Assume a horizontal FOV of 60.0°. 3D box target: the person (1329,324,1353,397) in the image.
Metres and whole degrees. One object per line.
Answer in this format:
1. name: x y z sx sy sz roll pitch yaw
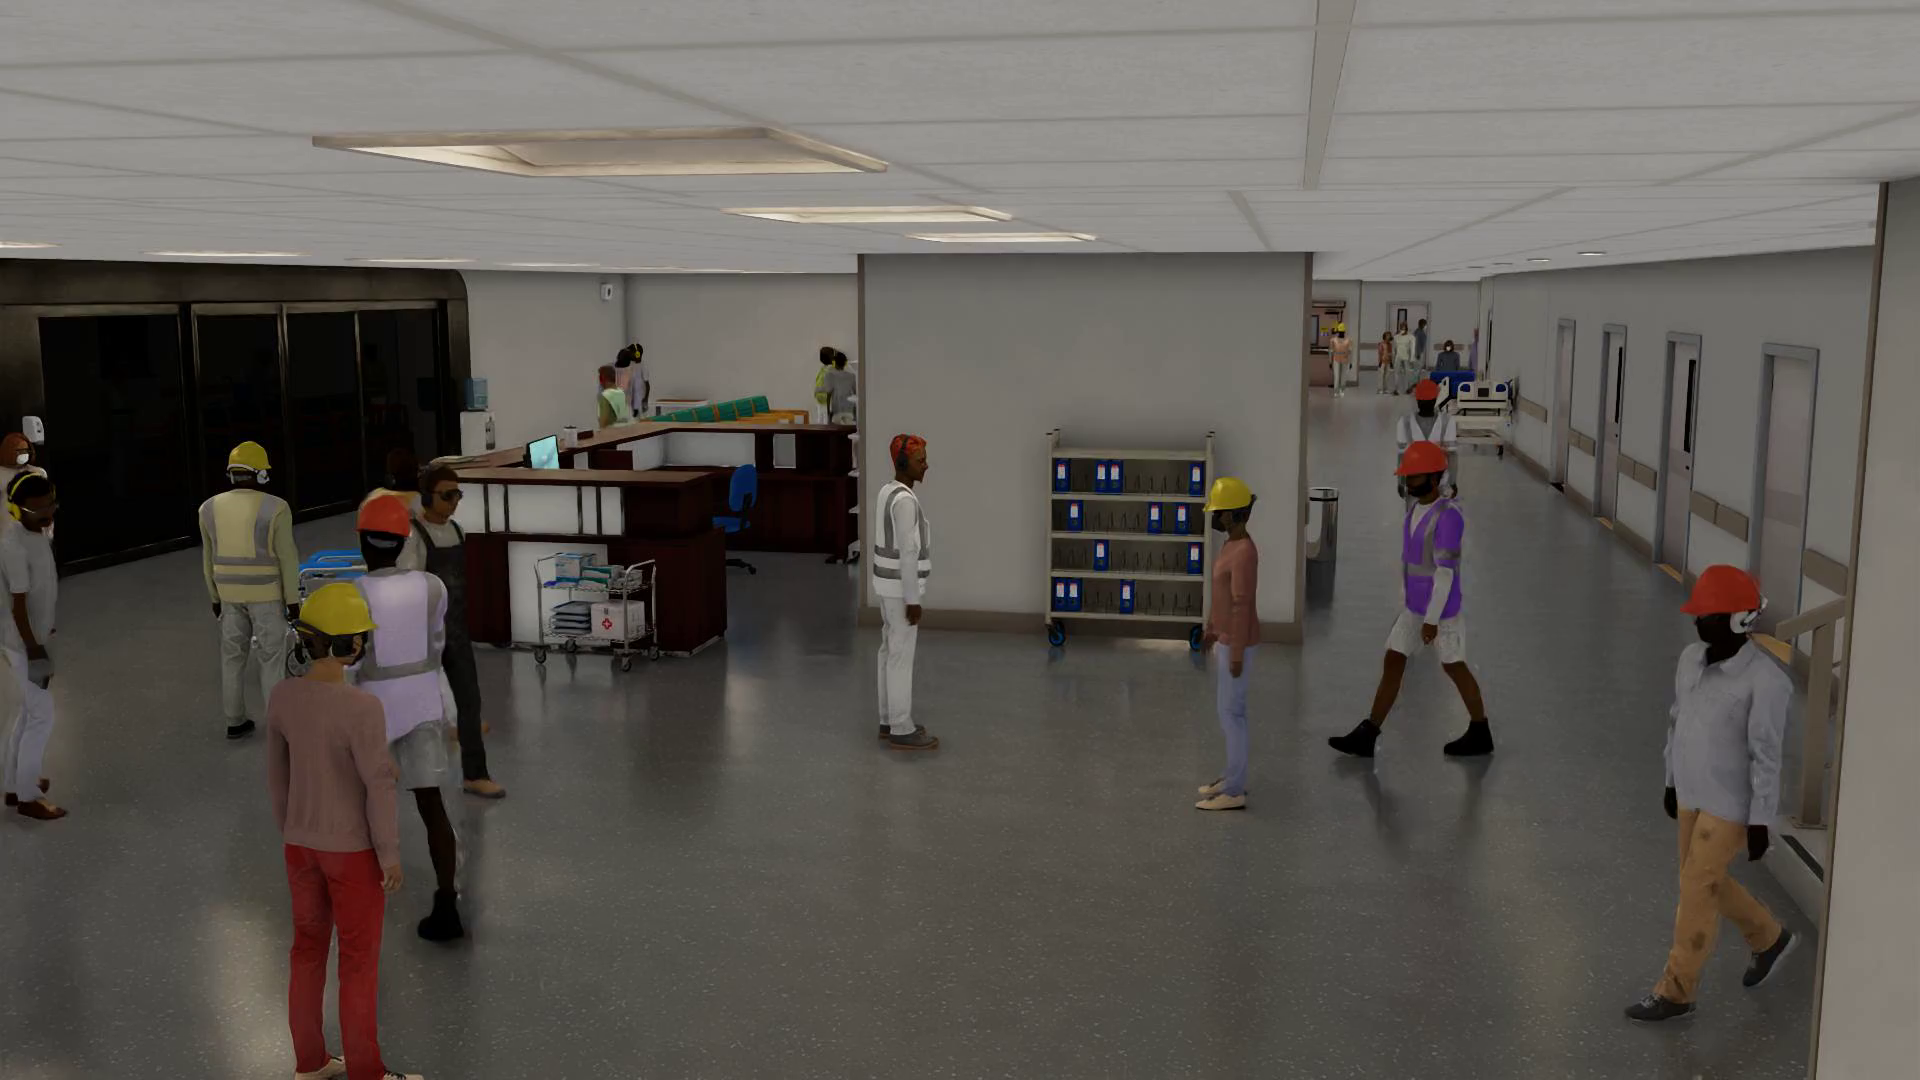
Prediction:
1. person: 9.778 -4.615 42.661 0.587 1.883 0.954 2 9 13

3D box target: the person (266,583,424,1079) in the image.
1. person: -2.086 1.020 5.621 0.533 1.767 0.327 4 10 27

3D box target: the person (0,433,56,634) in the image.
1. person: -7.396 -0.035 13.103 0.285 1.627 0.504 6 10 33

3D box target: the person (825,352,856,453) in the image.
1. person: -1.765 -1.902 24.862 0.517 1.817 0.994 -2 9 -11

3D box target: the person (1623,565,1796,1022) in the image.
1. person: 2.888 0.940 6.277 0.770 1.728 0.580 -1 9 -10

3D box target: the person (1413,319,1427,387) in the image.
1. person: 12.893 -5.242 46.654 0.375 1.928 0.639 4 9 25

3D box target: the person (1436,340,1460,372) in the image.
1. person: 11.144 -3.774 38.001 0.513 1.593 0.839 4 10 26

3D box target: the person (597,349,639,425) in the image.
1. person: -5.430 -2.123 26.422 0.659 1.810 0.433 -1 9 -9

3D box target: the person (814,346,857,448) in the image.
1. person: -2.082 -2.243 27.096 0.650 1.825 0.631 -3 9 -20

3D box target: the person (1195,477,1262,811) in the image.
1. person: 1.428 0.543 8.820 0.332 1.765 0.540 1 9 5

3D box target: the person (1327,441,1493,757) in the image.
1. person: 2.697 0.362 9.643 1.022 1.877 0.550 -2 9 -12

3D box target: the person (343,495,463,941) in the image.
1. person: -2.433 0.745 7.137 0.546 1.879 1.064 -7 11 -41

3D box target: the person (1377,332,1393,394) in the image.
1. person: 11.157 -4.645 43.627 0.515 1.641 0.315 -6 10 -34

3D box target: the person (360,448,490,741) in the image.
1. person: -3.303 0.340 10.023 0.620 1.804 0.659 5 10 30

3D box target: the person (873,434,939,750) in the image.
1. person: -0.338 0.306 9.970 0.362 1.883 0.576 -2 9 -12

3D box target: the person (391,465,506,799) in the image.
1. person: -2.892 0.489 9.008 0.861 1.817 0.518 4 10 27

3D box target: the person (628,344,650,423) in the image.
1. person: -5.224 -2.266 27.107 0.335 1.865 0.520 -6 10 -33

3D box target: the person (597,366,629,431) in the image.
1. person: -4.200 -1.205 20.204 0.456 1.820 0.585 1 9 6

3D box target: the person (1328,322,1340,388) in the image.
1. person: 10.451 -5.141 46.281 0.404 1.834 0.592 3 9 16

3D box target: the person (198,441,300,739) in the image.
1. person: -4.293 0.316 10.122 0.595 1.825 0.404 1 9 7

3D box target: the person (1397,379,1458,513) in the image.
1. person: 4.465 -0.593 15.938 0.564 1.884 0.986 2 9 12

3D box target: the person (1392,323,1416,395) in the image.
1. person: 11.582 -4.717 43.317 0.631 1.894 1.009 6 11 35

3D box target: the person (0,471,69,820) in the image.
1. person: -4.823 0.543 8.617 0.450 1.816 0.680 -3 9 -21
